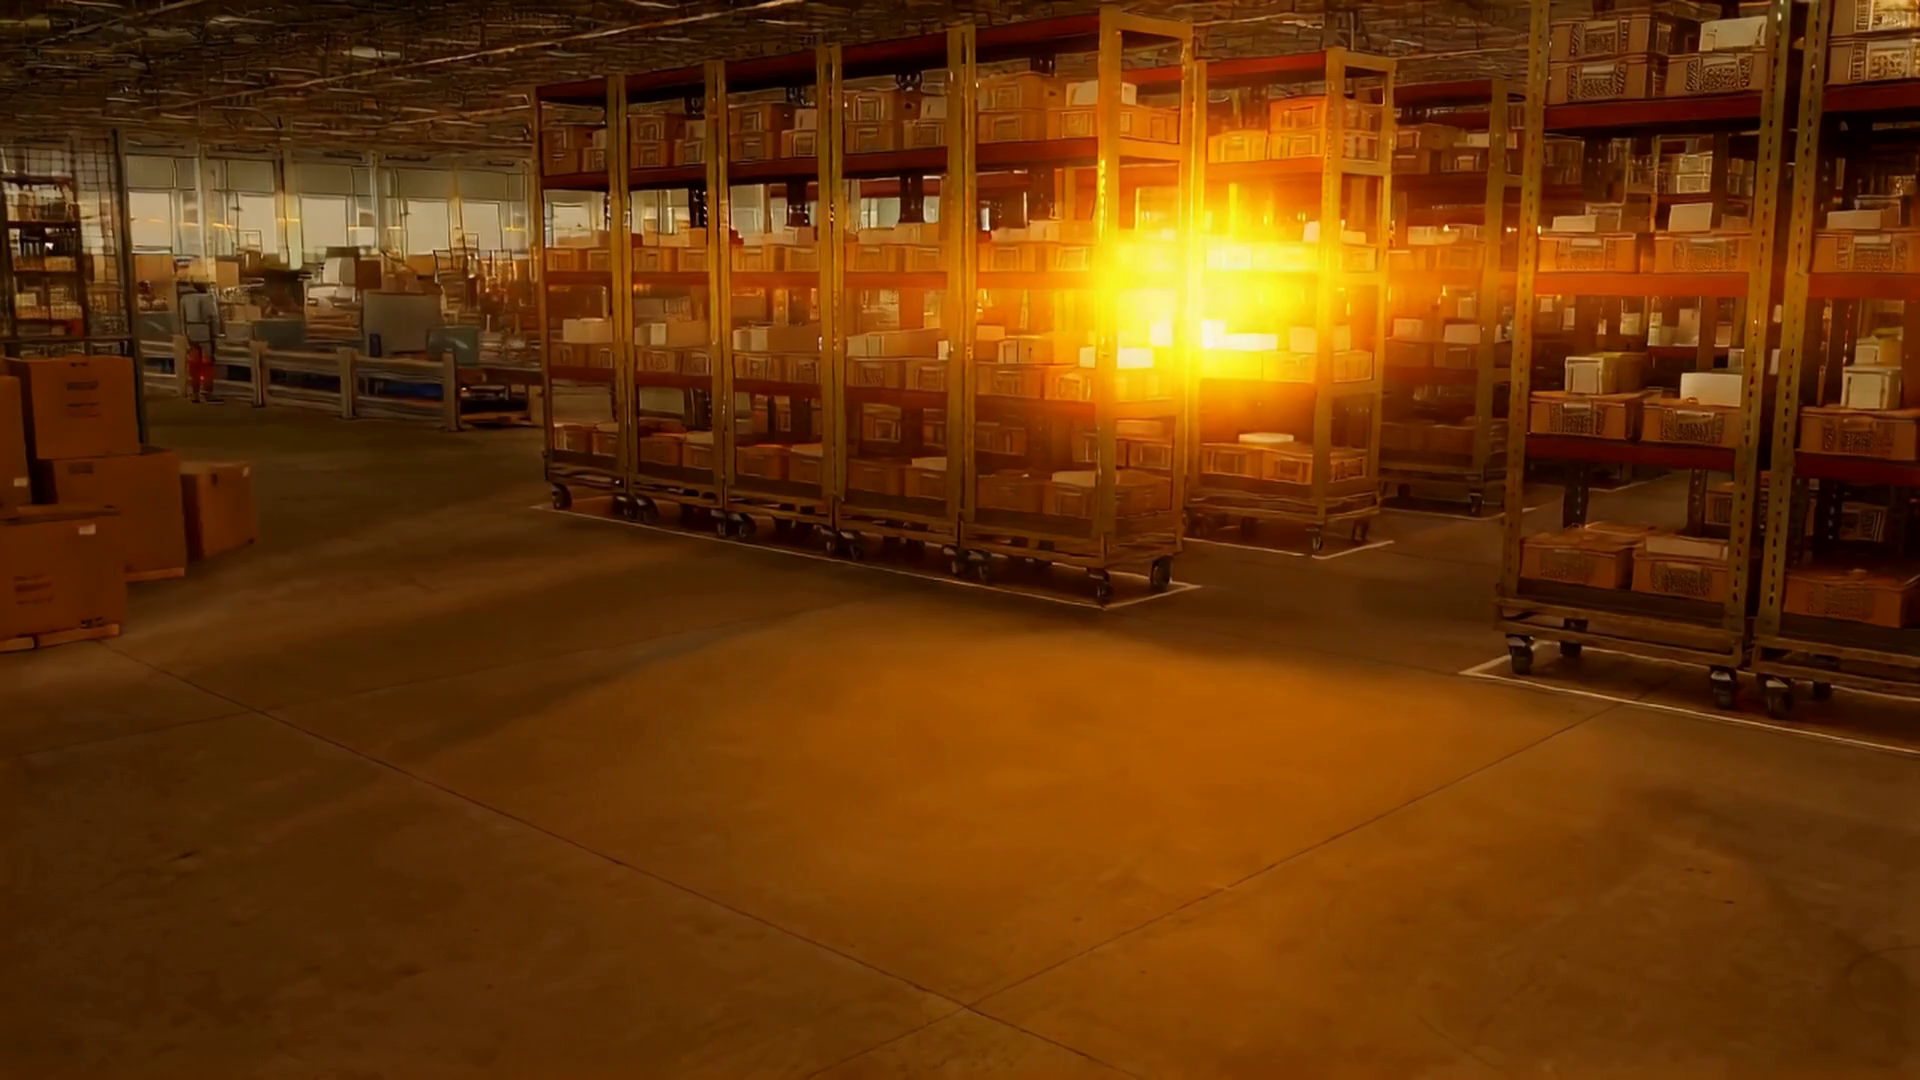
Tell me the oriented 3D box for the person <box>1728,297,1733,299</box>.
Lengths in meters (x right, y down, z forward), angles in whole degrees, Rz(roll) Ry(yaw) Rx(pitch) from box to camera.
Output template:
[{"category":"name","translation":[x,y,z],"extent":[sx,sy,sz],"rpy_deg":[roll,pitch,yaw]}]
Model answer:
[{"category":"person","translation":[13.048,-3.549,28.590],"extent":[0.627,1.936,0.585],"rpy_deg":[-6,11,-32]}]

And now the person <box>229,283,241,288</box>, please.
[{"category":"person","translation":[-27.249,-9.079,62.569],"extent":[0.590,1.913,0.395],"rpy_deg":[5,11,29]}]

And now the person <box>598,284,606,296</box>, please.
[{"category":"person","translation":[-13.444,-9.087,62.540],"extent":[0.362,1.936,0.552],"rpy_deg":[2,9,10]}]

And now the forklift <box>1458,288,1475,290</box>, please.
[{"category":"forklift","translation":[19.630,-9.771,63.852],"extent":[1.129,2.768,1.873],"rpy_deg":[8,12,41]}]

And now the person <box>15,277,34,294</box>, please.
[{"category":"person","translation":[-29.825,-7.538,53.099],"extent":[0.398,1.928,0.541],"rpy_deg":[9,13,44]}]

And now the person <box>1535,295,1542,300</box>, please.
[{"category":"person","translation":[15.385,-6.147,44.886],"extent":[0.589,1.821,0.404],"rpy_deg":[1,9,5]}]

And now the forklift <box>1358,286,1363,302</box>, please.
[{"category":"forklift","translation":[11.100,-7.017,46.970],"extent":[1.873,2.768,1.129],"rpy_deg":[9,13,43]}]

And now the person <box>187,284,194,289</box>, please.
[{"category":"person","translation":[-27.003,-8.382,58.449],"extent":[0.521,1.865,0.328],"rpy_deg":[4,10,23]}]

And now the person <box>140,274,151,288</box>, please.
[{"category":"person","translation":[-37.002,-11.126,75.400],"extent":[0.638,1.819,0.650],"rpy_deg":[3,10,15]}]

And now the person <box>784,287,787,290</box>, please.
[{"category":"person","translation":[-8.084,-11.533,78.551],"extent":[0.734,1.611,0.515],"rpy_deg":[5,11,30]}]

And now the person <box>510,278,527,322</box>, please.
[{"category":"person","translation":[-16.159,-8.641,60.473],"extent":[0.900,1.724,0.532],"rpy_deg":[-1,9,-5]}]

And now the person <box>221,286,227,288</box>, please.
[{"category":"person","translation":[-24.942,-8.053,56.510],"extent":[0.897,1.839,0.536],"rpy_deg":[-4,10,-23]}]

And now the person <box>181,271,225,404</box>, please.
[{"category":"person","translation":[-11.638,-3.110,25.571],"extent":[0.616,2.041,0.382],"rpy_deg":[4,10,25]}]

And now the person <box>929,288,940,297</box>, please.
[{"category":"person","translation":[-0.858,-8.102,57.072],"extent":[0.526,1.753,0.390],"rpy_deg":[-8,12,-40]}]

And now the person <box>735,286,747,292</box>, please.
[{"category":"person","translation":[-8.285,-9.180,62.799],"extent":[0.534,2.000,0.843],"rpy_deg":[-1,9,-4]}]

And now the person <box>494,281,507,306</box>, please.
[{"category":"person","translation":[-16.167,-8.308,58.533],"extent":[0.536,1.693,0.319],"rpy_deg":[6,11,32]}]

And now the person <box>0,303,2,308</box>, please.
[{"category":"person","translation":[-44.886,-11.422,77.023],"extent":[1.023,1.890,0.621],"rpy_deg":[-1,9,-9]}]

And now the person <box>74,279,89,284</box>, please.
[{"category":"person","translation":[-42.302,-11.912,80.154],"extent":[0.634,1.842,0.429],"rpy_deg":[-5,10,-27]}]

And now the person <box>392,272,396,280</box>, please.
[{"category":"person","translation":[-28.986,-12.799,85.351],"extent":[0.383,1.921,0.586],"rpy_deg":[-9,13,-43]}]

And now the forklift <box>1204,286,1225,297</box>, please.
[{"category":"forklift","translation":[9.376,-9.332,61.160],"extent":[1.873,2.768,1.129],"rpy_deg":[9,13,43]}]
